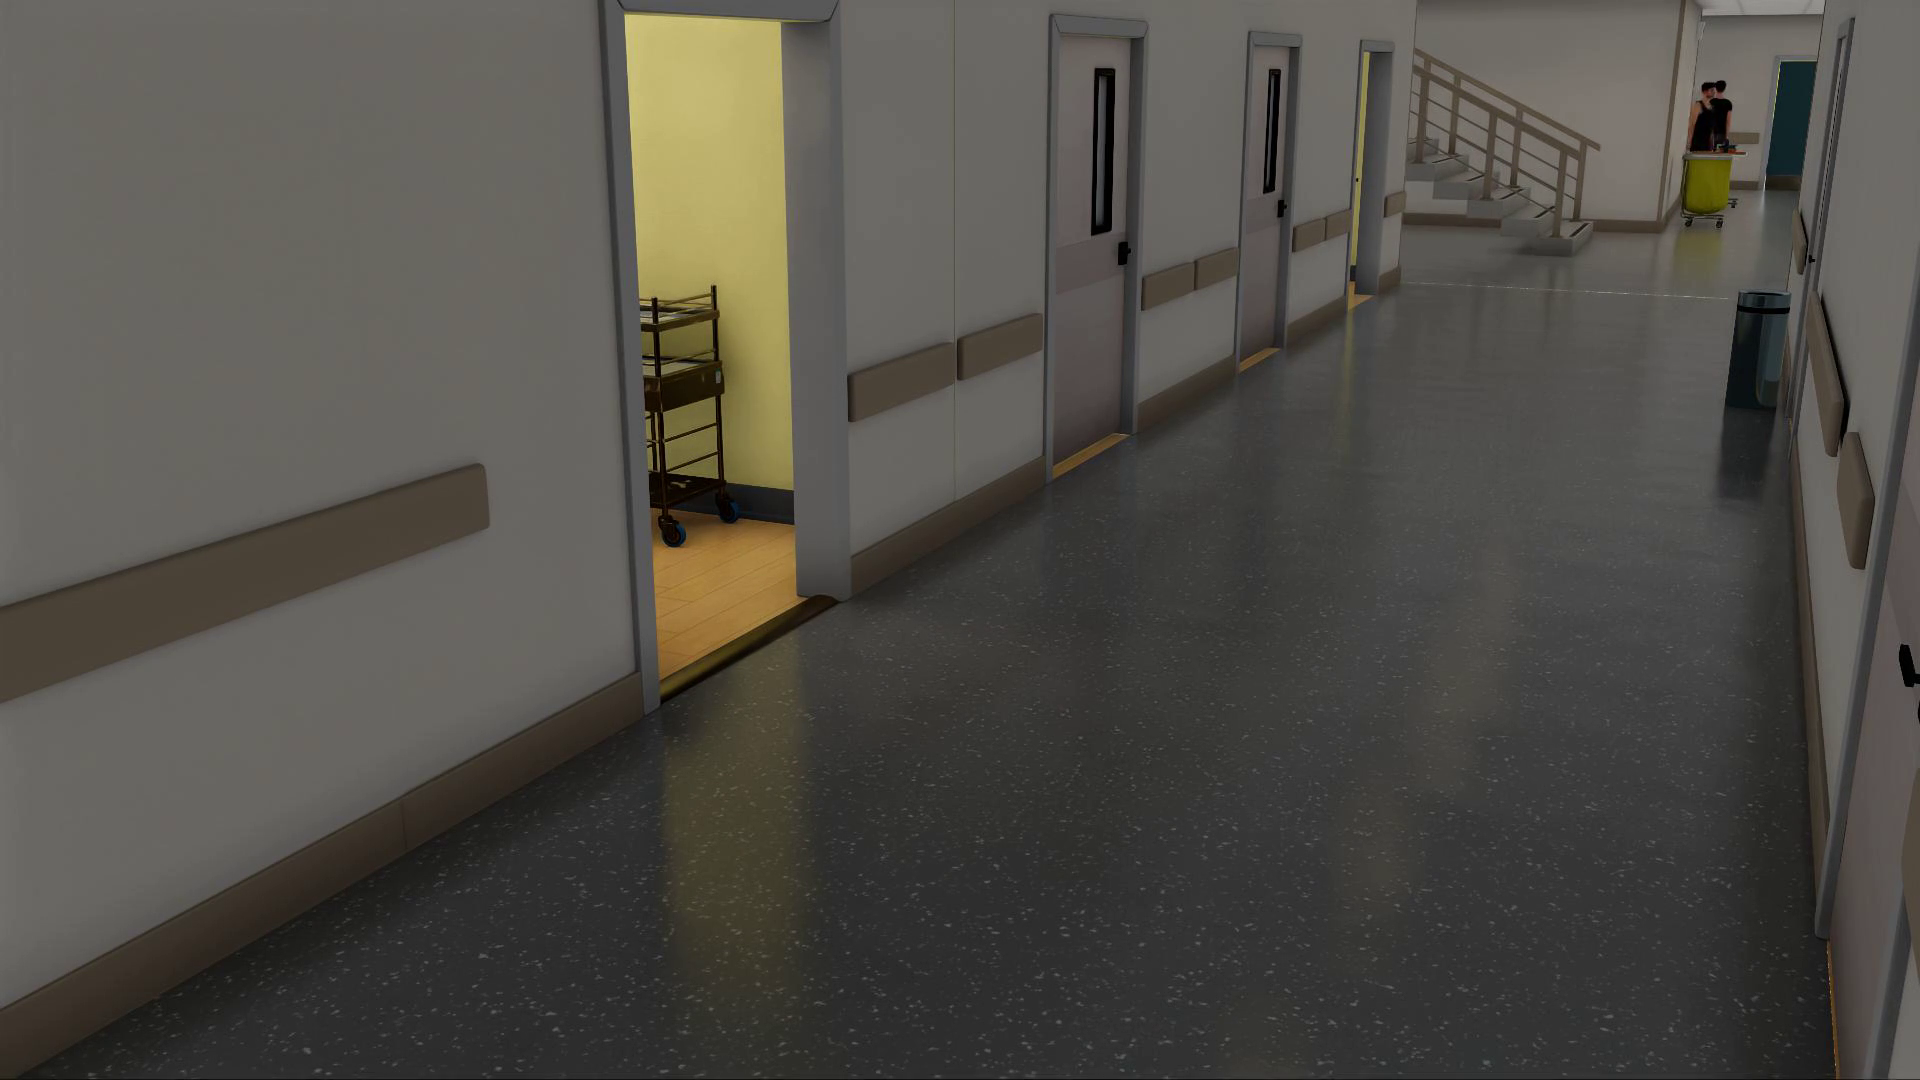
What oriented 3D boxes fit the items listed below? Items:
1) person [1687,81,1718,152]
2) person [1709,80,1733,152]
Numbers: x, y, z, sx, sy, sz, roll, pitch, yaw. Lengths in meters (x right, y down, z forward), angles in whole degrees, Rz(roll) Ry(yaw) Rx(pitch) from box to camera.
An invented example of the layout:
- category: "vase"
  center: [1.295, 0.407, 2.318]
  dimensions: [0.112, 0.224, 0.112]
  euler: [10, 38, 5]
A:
- category: "person"
  center: [12.067, -6.546, 27.286]
  dimensions: [0.905, 1.876, 0.870]
  euler: [-14, 21, -42]
- category: "person"
  center: [13.143, -7.031, 28.975]
  dimensions: [0.633, 1.893, 0.790]
  euler: [0, 16, 1]
